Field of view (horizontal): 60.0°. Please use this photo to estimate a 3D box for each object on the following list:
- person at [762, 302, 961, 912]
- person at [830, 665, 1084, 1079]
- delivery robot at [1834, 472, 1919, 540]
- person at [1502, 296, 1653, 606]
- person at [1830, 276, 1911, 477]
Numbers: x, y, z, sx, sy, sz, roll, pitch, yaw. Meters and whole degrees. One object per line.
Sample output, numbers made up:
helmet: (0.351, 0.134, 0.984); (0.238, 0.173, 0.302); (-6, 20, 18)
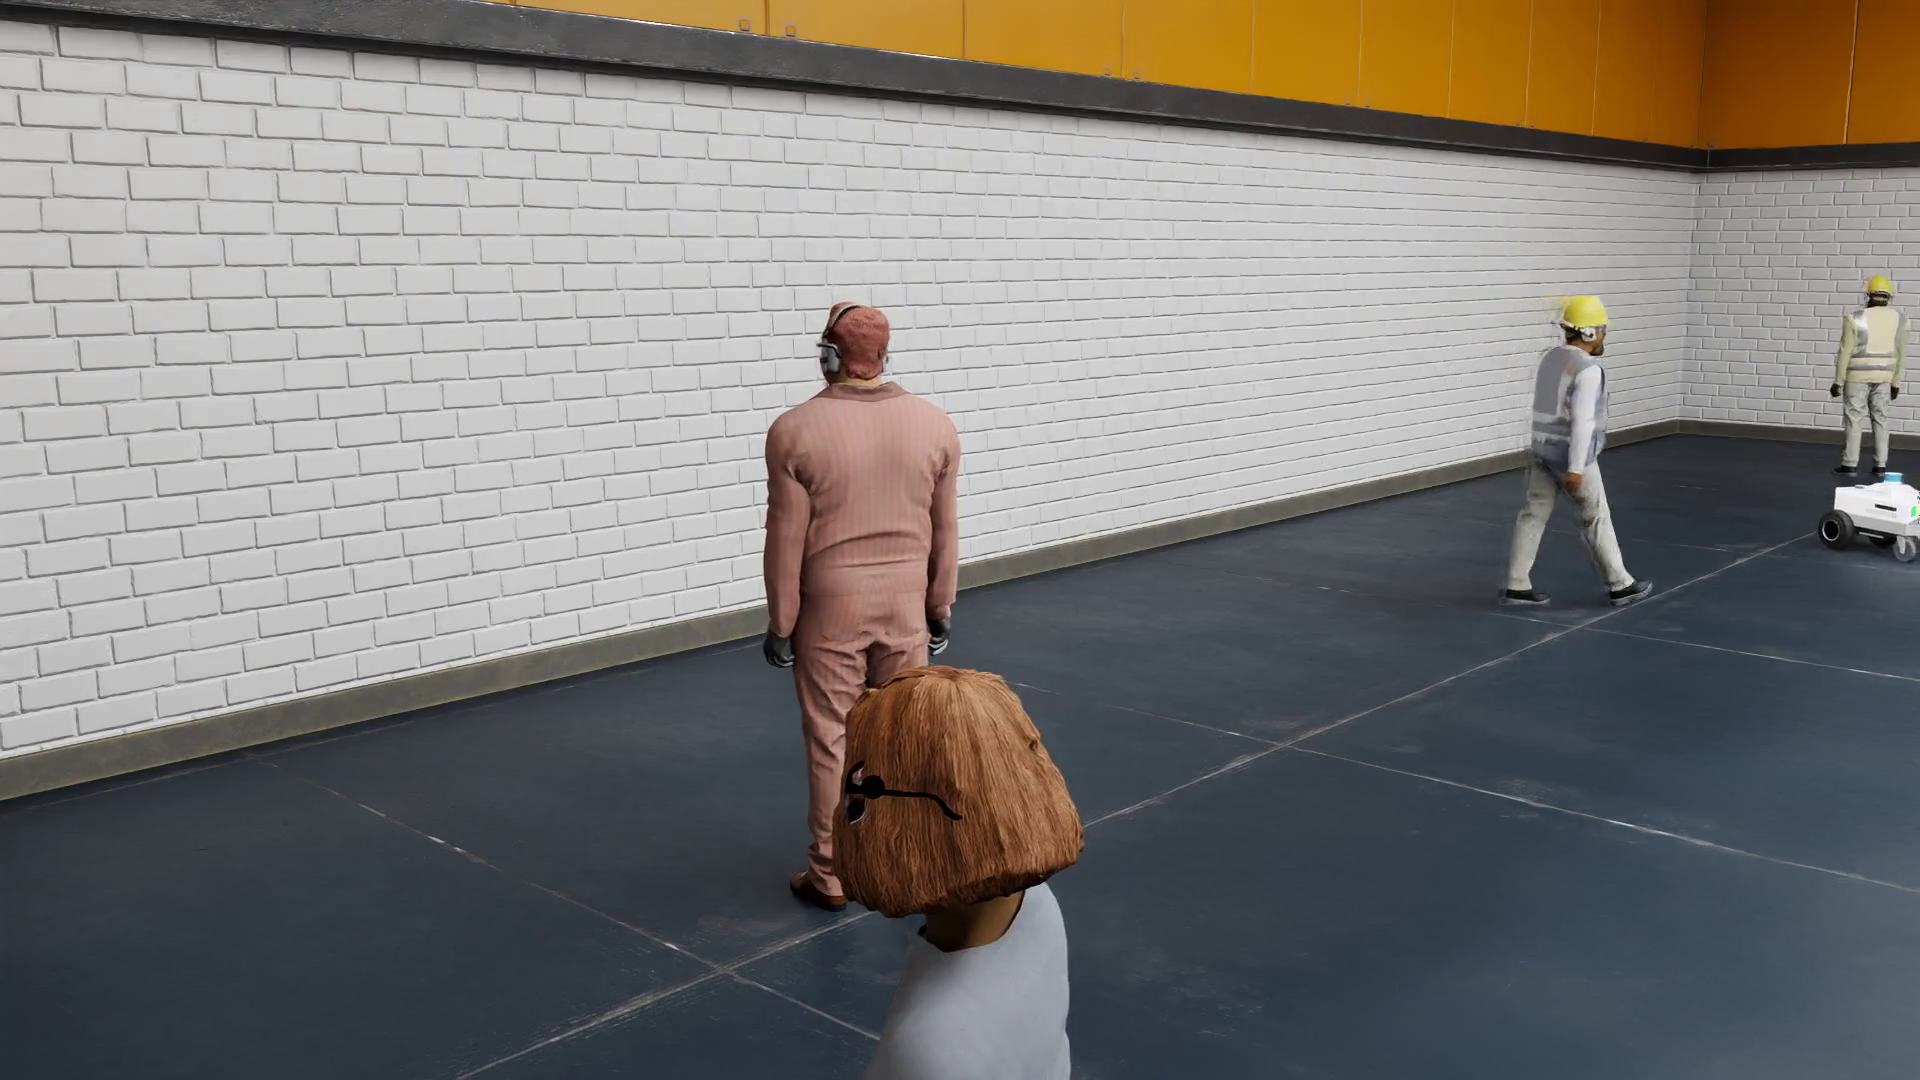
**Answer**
person: (-0.322, 0.212, 5.254); (0.653, 1.906, 0.408); (-5, 11, -25)
person: (0.006, 0.941, 1.879); (0.268, 1.632, 0.507); (2, 10, 11)
delivery robot: (6.302, -0.215, 11.269); (0.477, 0.478, 0.707); (-3, 10, -17)
person: (3.598, -0.498, 9.606); (0.914, 1.794, 0.597); (-2, 10, -12)
person: (8.263, -1.474, 15.120); (0.632, 1.819, 0.403); (0, 10, 2)
